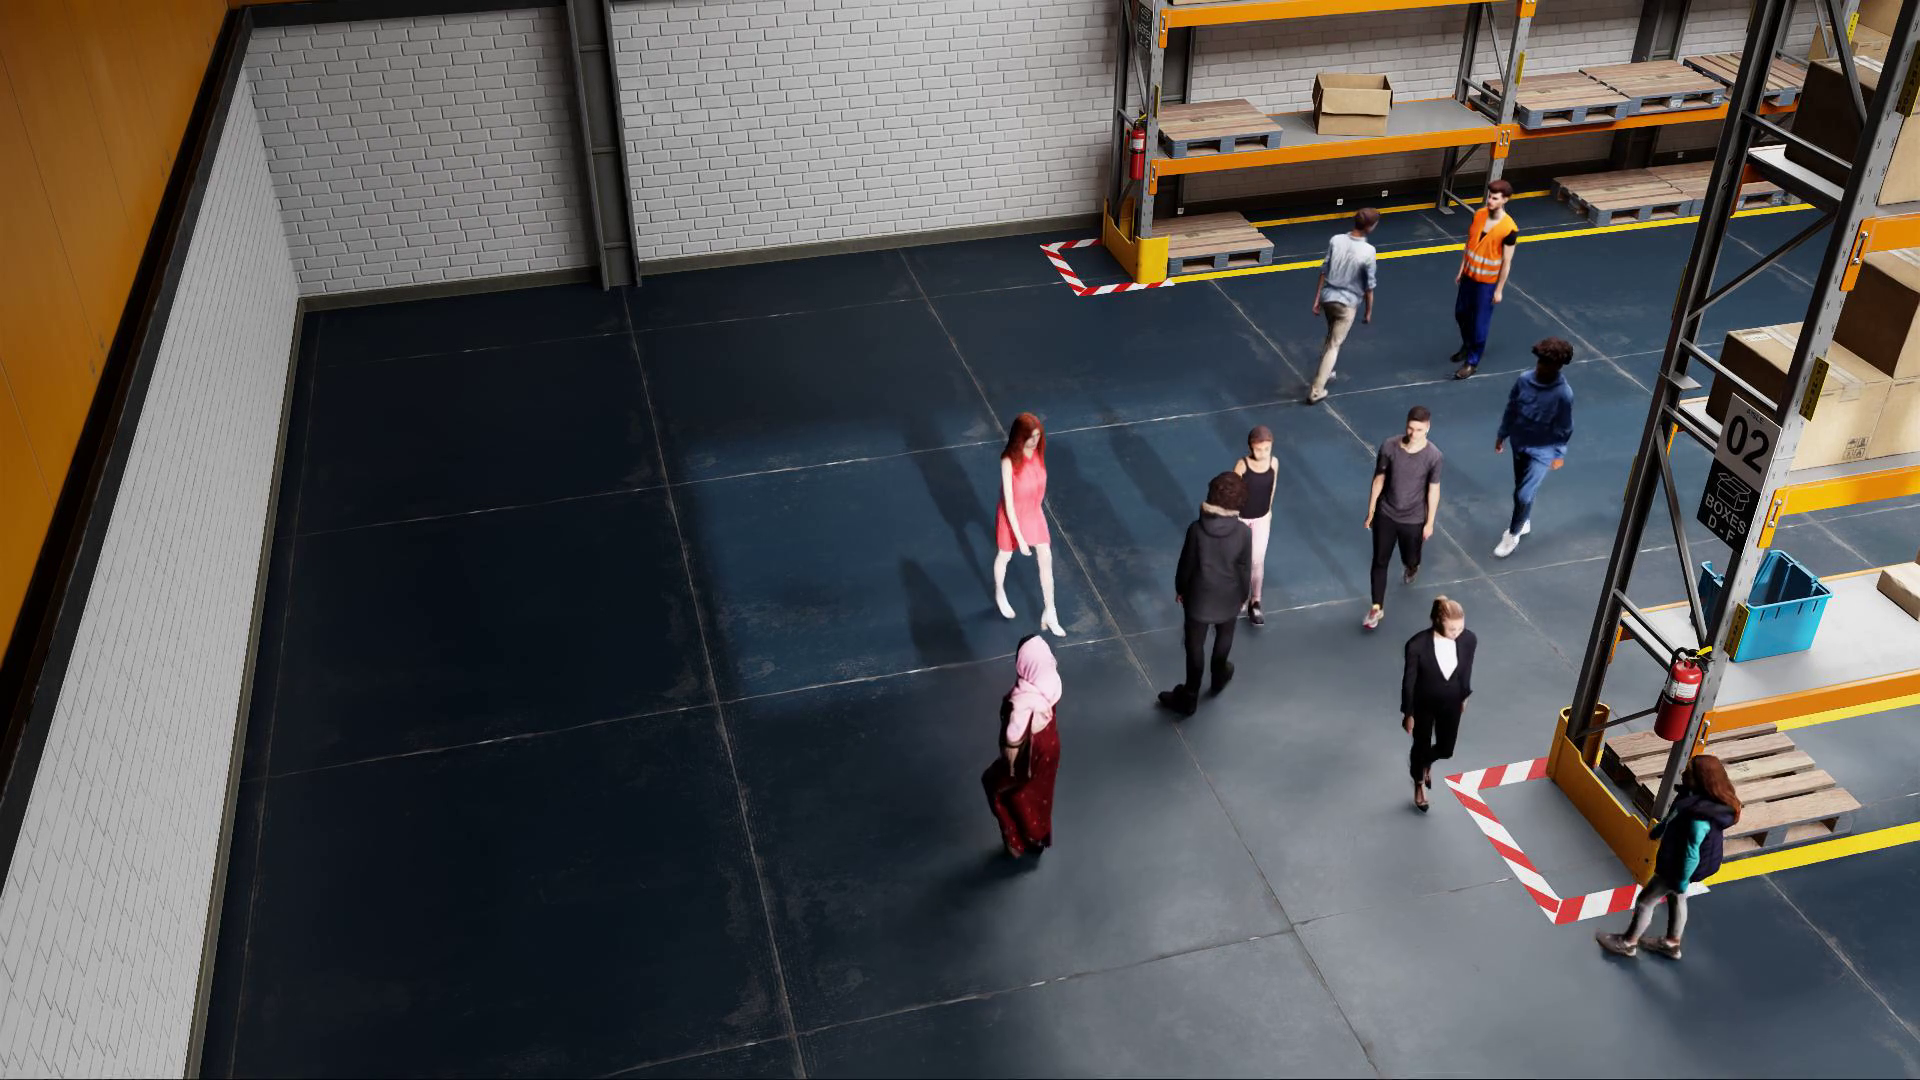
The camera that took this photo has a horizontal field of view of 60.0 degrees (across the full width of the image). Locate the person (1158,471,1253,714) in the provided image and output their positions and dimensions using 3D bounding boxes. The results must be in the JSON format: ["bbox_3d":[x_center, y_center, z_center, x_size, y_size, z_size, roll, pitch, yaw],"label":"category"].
[{"bbox_3d":[1.695,0.386,11.202,0.794,1.750,0.892,-3,34,-4],"label":"person"}]

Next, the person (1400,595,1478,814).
[{"bbox_3d":[2.922,0.979,10.380,0.686,1.674,0.778,-5,34,-7],"label":"person"}]

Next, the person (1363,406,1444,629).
[{"bbox_3d":[3.236,-0.217,12.114,1.051,1.745,1.087,16,37,22],"label":"person"}]

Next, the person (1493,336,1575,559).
[{"bbox_3d":[4.509,-0.772,12.905,0.911,1.794,0.837,-21,39,-29],"label":"person"}]

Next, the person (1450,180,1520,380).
[{"bbox_3d":[4.838,-2.438,15.319,0.858,1.896,0.803,-19,38,-26],"label":"person"}]

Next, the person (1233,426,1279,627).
[{"bbox_3d":[2.114,-0.201,12.293,1.000,1.521,0.675,-4,34,-6],"label":"person"}]

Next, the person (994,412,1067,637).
[{"bbox_3d":[0.367,-0.168,11.993,0.966,1.797,0.887,-25,41,-32],"label":"person"}]

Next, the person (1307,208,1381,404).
[{"bbox_3d":[3.342,-2.078,14.859,0.879,1.806,0.967,22,39,30],"label":"person"}]

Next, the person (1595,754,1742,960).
[{"bbox_3d":[4.105,1.799,9.316,0.873,1.485,0.807,17,37,24],"label":"person"}]

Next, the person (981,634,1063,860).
[{"bbox_3d":[0.473,1.282,9.967,0.843,1.626,0.764,26,42,34],"label":"person"}]
